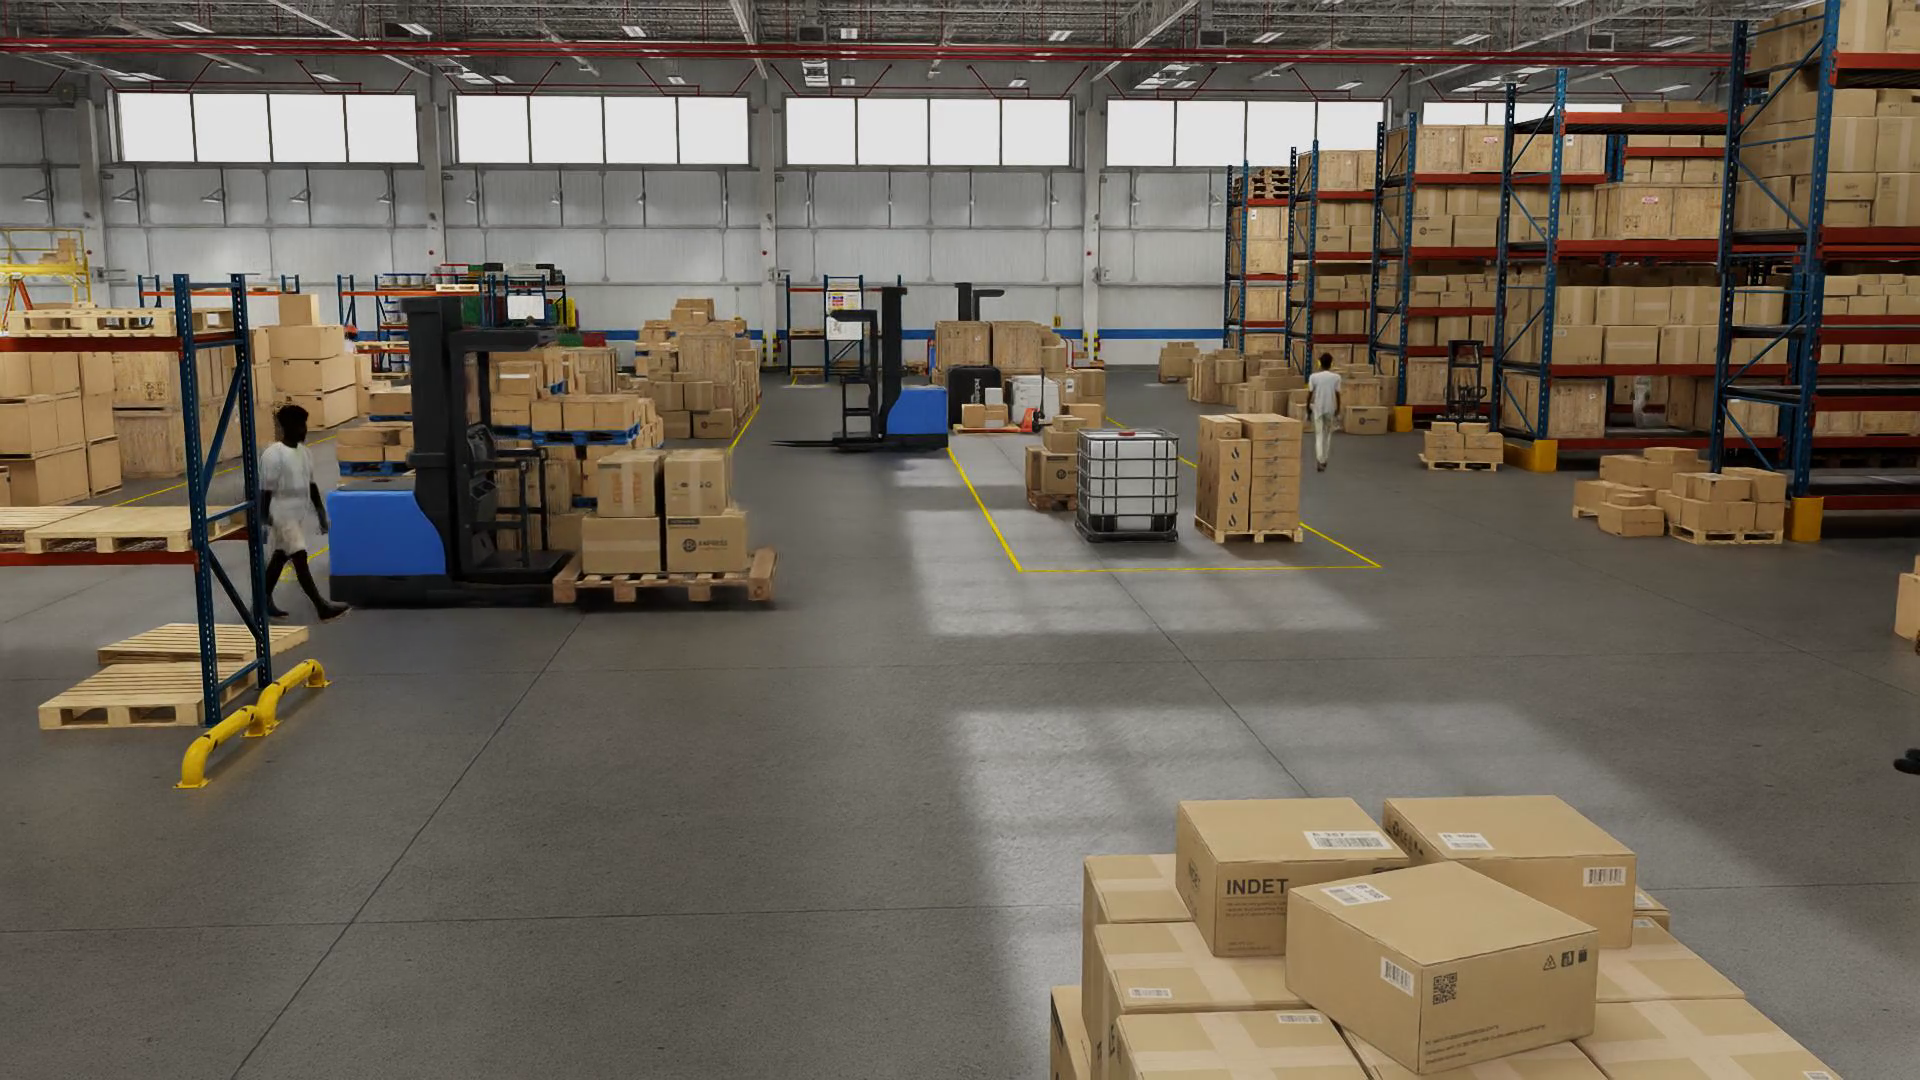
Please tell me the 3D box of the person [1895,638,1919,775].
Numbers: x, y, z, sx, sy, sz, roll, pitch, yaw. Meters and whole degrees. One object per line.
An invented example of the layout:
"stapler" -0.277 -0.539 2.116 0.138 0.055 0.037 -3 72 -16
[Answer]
"person" 5.939 0.472 10.032 0.551 1.935 0.360 -8 12 -42

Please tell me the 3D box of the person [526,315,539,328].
"person" -11.653 -5.143 45.293 0.627 1.934 0.371 -8 12 -40

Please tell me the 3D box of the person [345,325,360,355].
"person" -13.882 -3.918 37.703 0.842 1.914 0.550 -3 10 -20

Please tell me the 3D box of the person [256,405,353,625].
"person" -5.778 -0.219 14.449 0.987 1.911 0.619 1 9 6

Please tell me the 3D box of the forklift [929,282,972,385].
"forklift" 0.112 -5.570 45.007 1.873 2.768 1.129 -1 9 -4

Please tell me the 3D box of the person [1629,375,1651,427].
"person" 12.702 -2.728 31.085 0.384 1.623 0.538 -1 9 -6

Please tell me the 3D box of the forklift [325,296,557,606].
"forklift" -4.825 -0.855 15.400 1.873 2.768 1.129 -1 9 -4

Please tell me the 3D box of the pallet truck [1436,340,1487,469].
"pallet truck" 8.004 -2.170 26.422 0.823 1.965 1.885 2 9 14

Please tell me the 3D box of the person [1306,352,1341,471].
"person" 5.646 -1.994 25.814 0.521 1.847 0.841 1 9 8

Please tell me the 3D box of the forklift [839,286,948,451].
"forklift" -1.161 -2.977 28.722 1.873 2.768 1.129 -1 9 -4
